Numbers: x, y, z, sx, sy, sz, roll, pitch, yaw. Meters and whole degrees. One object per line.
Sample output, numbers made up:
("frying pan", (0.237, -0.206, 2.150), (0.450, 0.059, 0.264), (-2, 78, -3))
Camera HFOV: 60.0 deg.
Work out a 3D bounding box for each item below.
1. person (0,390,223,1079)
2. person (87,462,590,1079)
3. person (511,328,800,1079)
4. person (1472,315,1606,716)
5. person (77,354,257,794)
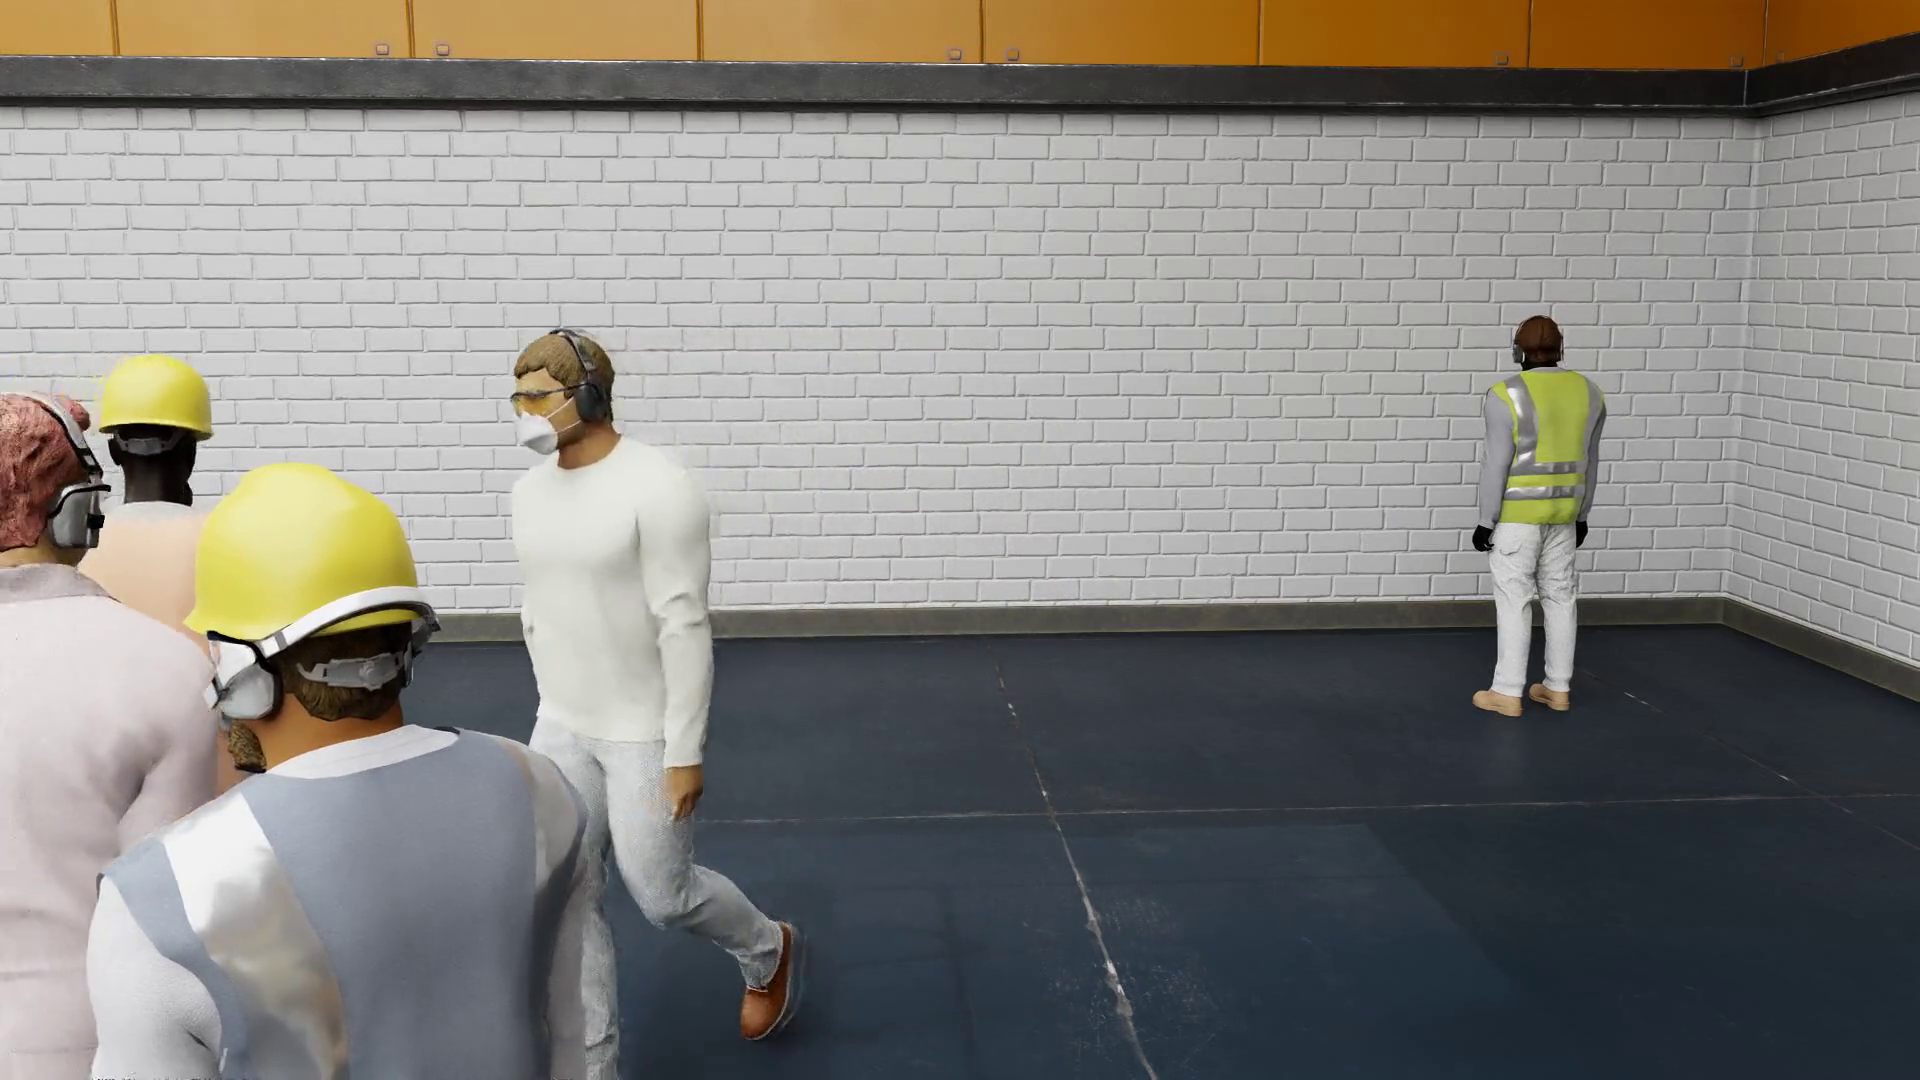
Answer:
("person", (-1.351, 0.732, 2.323), (0.664, 1.870, 0.866), (-1, 9, -6))
("person", (-0.671, 0.826, 1.860), (0.403, 1.826, 0.593), (6, 11, 32))
("person", (-0.781, 0.440, 4.029), (0.650, 1.910, 0.812), (6, 11, 33))
("person", (2.636, -0.109, 7.676), (0.634, 1.839, 0.429), (-3, 10, -19))
("person", (-1.672, 0.552, 3.491), (0.597, 1.874, 1.029), (-3, 9, -18))
